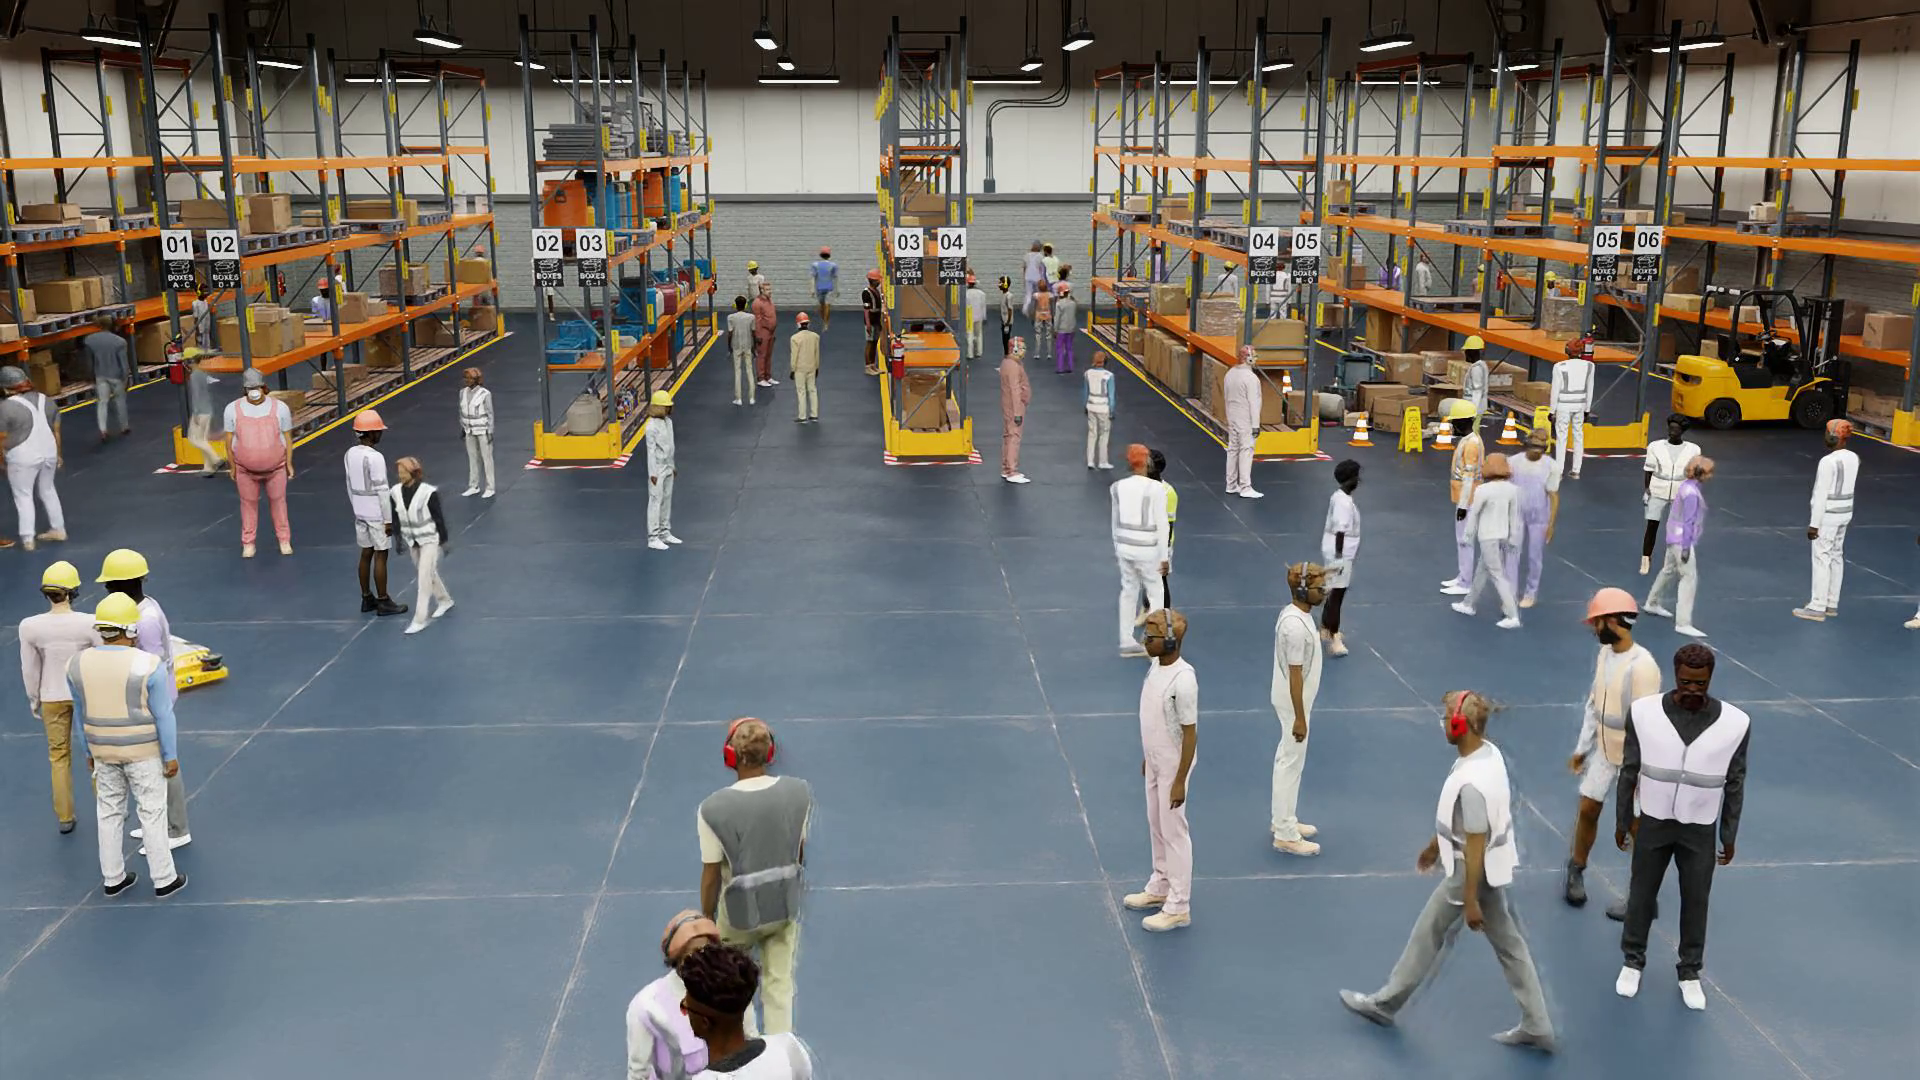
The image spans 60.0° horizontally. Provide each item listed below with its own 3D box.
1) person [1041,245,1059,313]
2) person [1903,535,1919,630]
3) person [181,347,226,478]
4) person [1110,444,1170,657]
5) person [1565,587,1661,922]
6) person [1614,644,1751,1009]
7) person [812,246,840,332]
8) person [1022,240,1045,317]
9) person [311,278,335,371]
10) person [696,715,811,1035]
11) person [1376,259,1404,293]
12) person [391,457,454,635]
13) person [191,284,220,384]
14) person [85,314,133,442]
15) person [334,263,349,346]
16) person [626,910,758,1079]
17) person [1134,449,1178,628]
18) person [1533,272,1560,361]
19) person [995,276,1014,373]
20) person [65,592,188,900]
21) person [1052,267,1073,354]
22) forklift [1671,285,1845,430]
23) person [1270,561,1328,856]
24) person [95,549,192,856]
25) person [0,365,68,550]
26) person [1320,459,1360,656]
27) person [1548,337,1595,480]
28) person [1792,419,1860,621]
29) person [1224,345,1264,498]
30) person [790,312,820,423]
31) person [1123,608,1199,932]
[{"bbox_3d":[2.265,-6.509,42.148,0.641,1.892,0.444,-12,18,-42],"label":"person"},{"bbox_3d":[8.843,-0.047,14.887,0.325,1.843,0.517,-6,15,-26],"label":"person"},{"bbox_3d":[-10.046,-1.680,22.008,0.396,1.736,0.548,-3,14,-11],"label":"person"},{"bbox_3d":[1.533,0.122,14.175,0.627,1.871,0.410,12,18,41],"label":"person"},{"bbox_3d":[3.729,1.220,9.435,0.447,1.888,0.586,-3,14,-14],"label":"person"},{"bbox_3d":[3.657,1.431,8.488,0.592,1.910,0.378,5,14,21],"label":"person"},{"bbox_3d":[-3.176,-6.009,39.800,0.636,2.000,0.983,3,14,11],"label":"person"},{"bbox_3d":[1.951,-6.751,42.867,0.738,2.000,0.743,10,17,36],"label":"person"},{"bbox_3d":[-11.816,-3.918,31.112,0.543,1.927,0.384,-3,14,-14],"label":"person"},{"bbox_3d":[-0.943,1.690,7.577,0.565,1.817,0.567,-7,15,-27],"label":"person"},{"bbox_3d":[10.075,-5.746,39.068,0.627,1.837,0.429,6,14,22],"label":"person"},{"bbox_3d":[-4.913,-0.001,15.217,0.532,1.598,0.795,5,14,21],"label":"person"},{"bbox_3d":[-14.048,-3.830,30.896,0.333,1.861,0.496,0,13,1],"label":"person"},{"bbox_3d":[-12.727,-2.430,24.890,0.638,1.891,0.975,-2,13,-8],"label":"person"},{"bbox_3d":[-13.702,-5.196,36.731,0.390,1.838,0.619,-4,14,-15],"label":"person"},{"bbox_3d":[-0.984,2.122,6.169,0.530,1.626,0.326,-11,17,-38],"label":"person"},{"bbox_3d":[1.742,0.013,14.972,0.320,1.693,0.535,-7,15,-29],"label":"person"},{"bbox_3d":[12.062,-4.594,34.175,0.592,1.833,0.404,-3,14,-13],"label":"person"},{"bbox_3d":[0.880,-4.200,32.425,0.327,1.874,0.521,-2,13,-7],"label":"person"},{"bbox_3d":[-4.821,1.201,9.661,0.588,1.823,0.404,1,13,4],"label":"person"},{"bbox_3d":[2.170,-4.843,35.191,0.520,1.854,0.430,-5,14,-19],"label":"person"},{"bbox_3d":[12.503,-2.886,26.166,2.313,2.155,1.214,-1,13,-3],"label":"forklift"},{"bbox_3d":[2.102,1.031,10.319,0.340,1.845,0.513,2,13,9],"label":"person"},{"bbox_3d":[-5.053,0.994,10.300,0.375,1.925,0.595,-8,16,-32],"label":"person"},{"bbox_3d":[-10.207,-0.928,18.200,0.541,2.000,0.694,5,14,19],"label":"person"},{"bbox_3d":[3.294,0.149,14.433,0.316,1.671,0.741,3,14,13],"label":"person"},{"bbox_3d":[8.039,-1.726,21.921,0.574,1.883,0.356,-1,13,-6],"label":"person"},{"bbox_3d":[8.071,-0.188,15.430,0.578,1.878,0.343,-10,16,-36],"label":"person"},{"bbox_3d":[3.574,-1.487,20.853,0.410,1.909,0.642,-6,15,-24],"label":"person"},{"bbox_3d":[-2.493,-2.749,26.530,0.572,1.749,0.342,-12,18,-42],"label":"person"},{"bbox_3d":[1.146,1.271,9.302,0.330,1.844,0.520,-3,14,-13],"label":"person"}]
